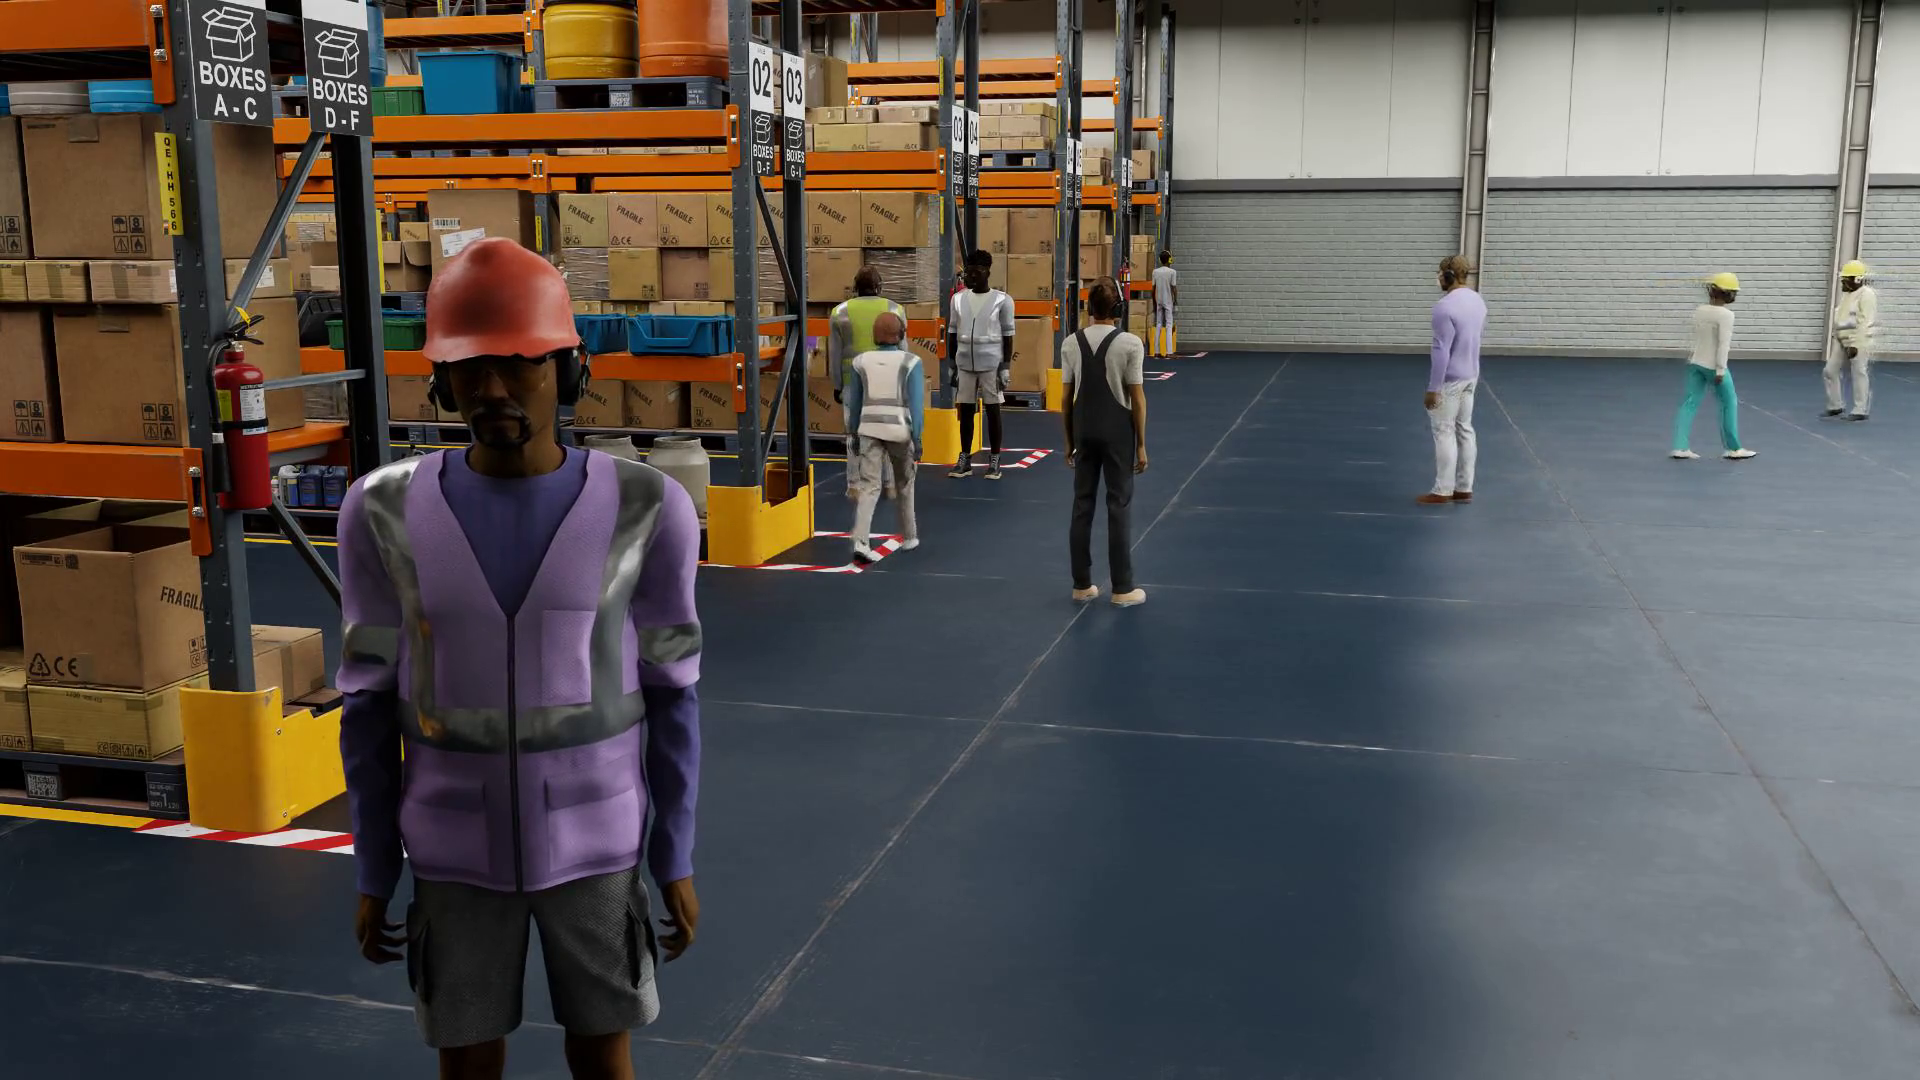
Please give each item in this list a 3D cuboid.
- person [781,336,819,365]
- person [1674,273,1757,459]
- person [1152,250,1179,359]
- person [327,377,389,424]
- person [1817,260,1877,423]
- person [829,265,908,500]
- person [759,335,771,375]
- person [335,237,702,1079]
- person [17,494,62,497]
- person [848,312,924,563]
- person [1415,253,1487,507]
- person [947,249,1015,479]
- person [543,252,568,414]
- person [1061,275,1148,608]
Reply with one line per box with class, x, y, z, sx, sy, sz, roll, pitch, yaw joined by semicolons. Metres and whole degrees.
person;-1.671;-2.152;18.022;0.755;1.913;0.553;5;11;25
person;7.075;-1.603;15.482;0.811;1.735;0.543;-2;10;-11
person;3.544;-4.053;28.656;0.512;1.877;0.328;8;13;38
person;-5.101;-1.315;14.210;0.750;1.608;0.520;5;12;27
person;9.925;-2.204;18.593;0.586;1.811;0.614;0;10;-1
person;-0.714;-1.232;13.118;0.626;1.844;0.429;-1;10;-5
person;-2.348;-2.506;19.650;0.405;2.035;0.606;3;11;14
person;-0.735;0.522;2.838;0.606;2.044;0.374;-2;10;-9
person;-4.795;-0.378;8.731;0.354;1.727;0.607;-4;11;-23
person;-0.491;-0.662;10.643;0.533;1.591;0.836;3;11;15
person;3.789;-1.217;12.766;0.639;1.938;0.354;-10;14;-43
person;0.167;-1.502;14.264;0.606;1.966;0.367;4;11;21
person;-3.788;-1.684;15.385;0.375;1.931;0.632;-3;11;-16
person;0.807;-0.543;9.284;0.505;1.847;0.344;6;12;29
